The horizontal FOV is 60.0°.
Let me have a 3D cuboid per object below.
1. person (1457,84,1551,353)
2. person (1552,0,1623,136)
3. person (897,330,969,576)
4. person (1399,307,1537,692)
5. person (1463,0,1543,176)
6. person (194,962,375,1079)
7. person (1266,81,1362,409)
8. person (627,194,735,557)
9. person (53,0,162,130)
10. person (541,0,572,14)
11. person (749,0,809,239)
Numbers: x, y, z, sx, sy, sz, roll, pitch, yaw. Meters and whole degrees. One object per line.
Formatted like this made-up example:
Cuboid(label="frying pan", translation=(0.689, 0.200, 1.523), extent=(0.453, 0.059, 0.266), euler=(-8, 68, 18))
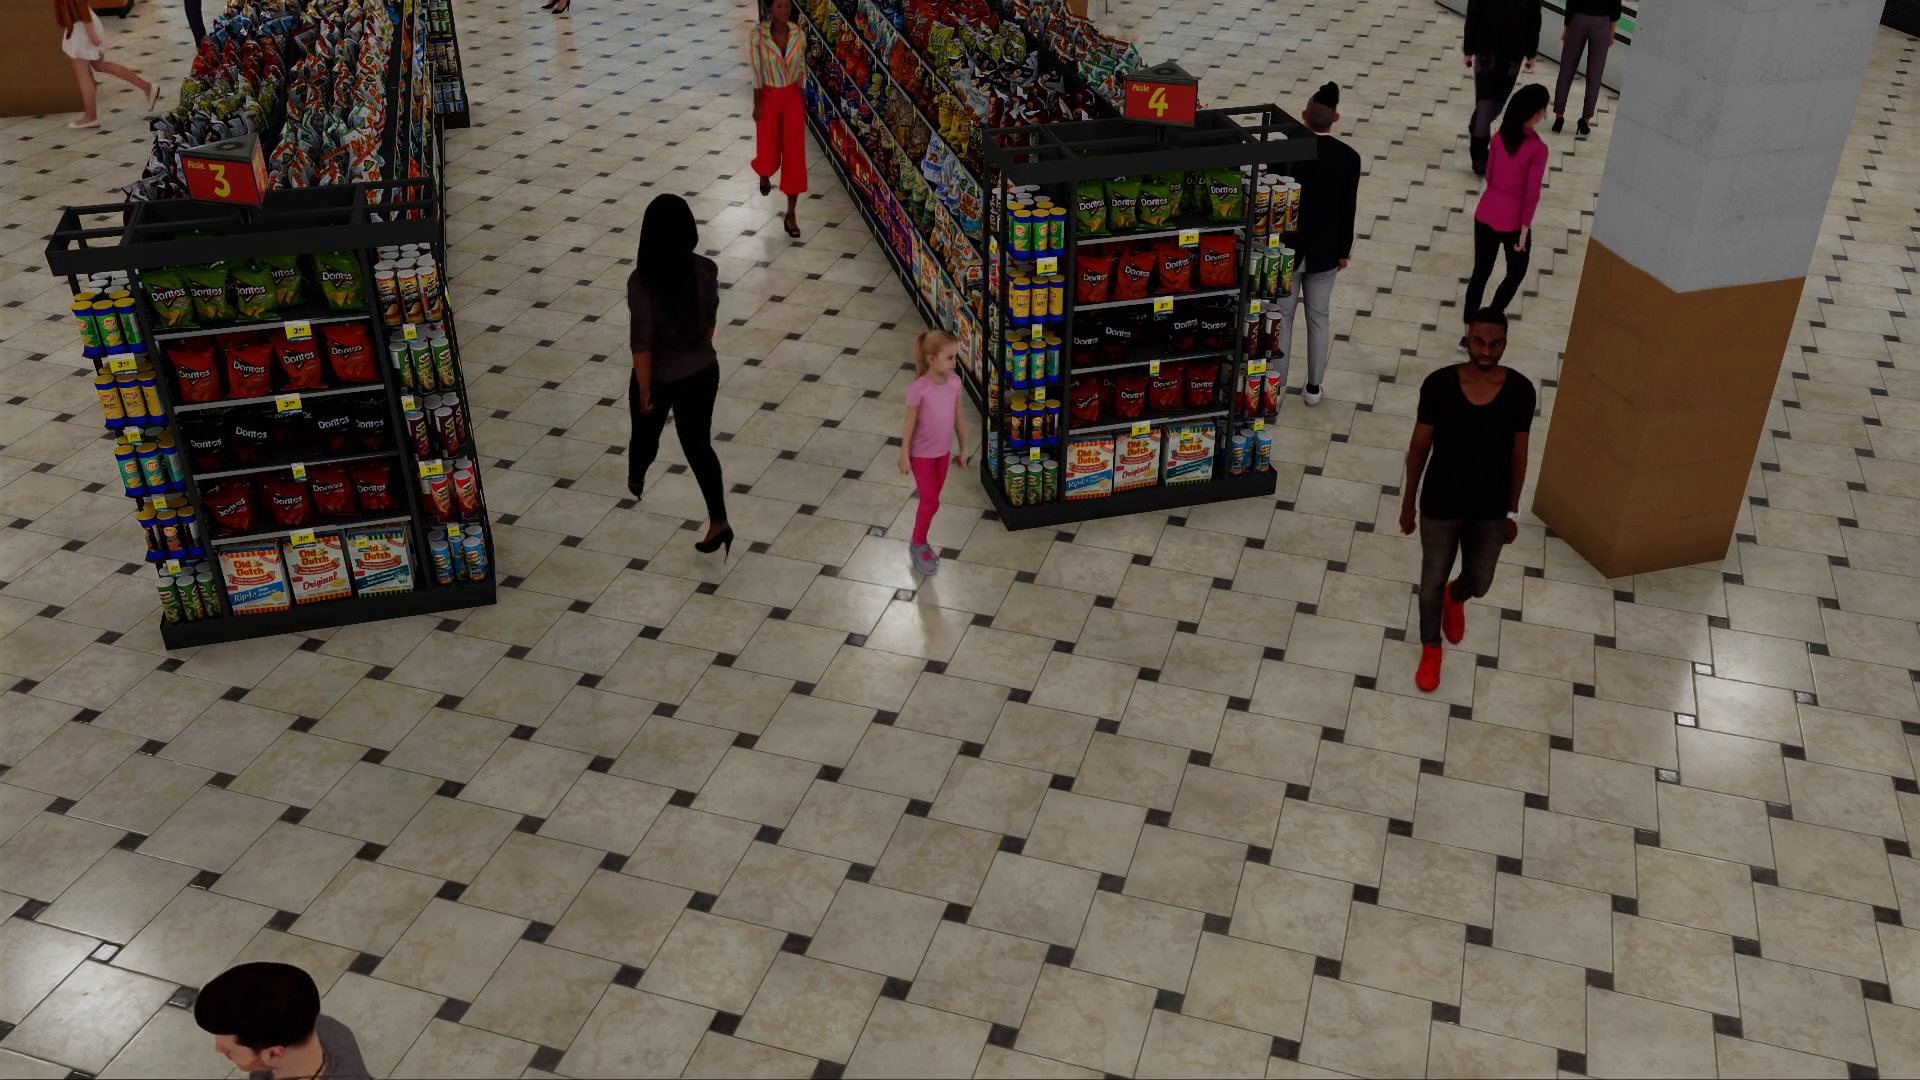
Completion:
Cuboid(label="person", translation=(3.243, -1.918, 10.179), extent=(0.751, 1.679, 0.676), euler=(-23, 39, -32))
Cuboid(label="person", translation=(5.241, -4.217, 13.884), extent=(0.673, 1.667, 0.717), euler=(14, 35, 21))
Cuboid(label="person", translation=(-0.184, -0.470, 8.247), extent=(0.593, 1.260, 0.619), euler=(-22, 38, -31))
Cuboid(label="person", translation=(2.220, -0.211, 7.322), extent=(0.877, 1.799, 0.957), euler=(9, 33, 14))
Cuboid(label="person", translation=(4.262, -3.883, 13.217), extent=(0.913, 1.805, 1.215), euler=(-1, 32, -1))
Cuboid(label="person", translation=(-1.495, 1.721, 4.118), extent=(0.837, 1.901, 0.684), euler=(-24, 39, -33))
Cuboid(label="person", translation=(1.985, -1.681, 9.541), extent=(0.766, 1.949, 0.698), euler=(0, 32, 1))
Cuboid(label="person", translation=(-1.336, -0.729, 8.169), extent=(0.967, 1.782, 1.242), euler=(-25, 40, -34))
Cuboid(label="person", translation=(-7.334, -4.355, 14.075), extent=(0.737, 1.699, 0.989), euler=(-13, 34, -20))
Cuboid(label="person", translation=(-4.302, -6.443, 17.318), extent=(0.865, 1.818, 0.781), euler=(-21, 37, -29))
Cuboid(label="person", translation=(-1.324, -3.095, 11.979), extent=(0.632, 1.775, 0.952), euler=(-11, 34, -17))
